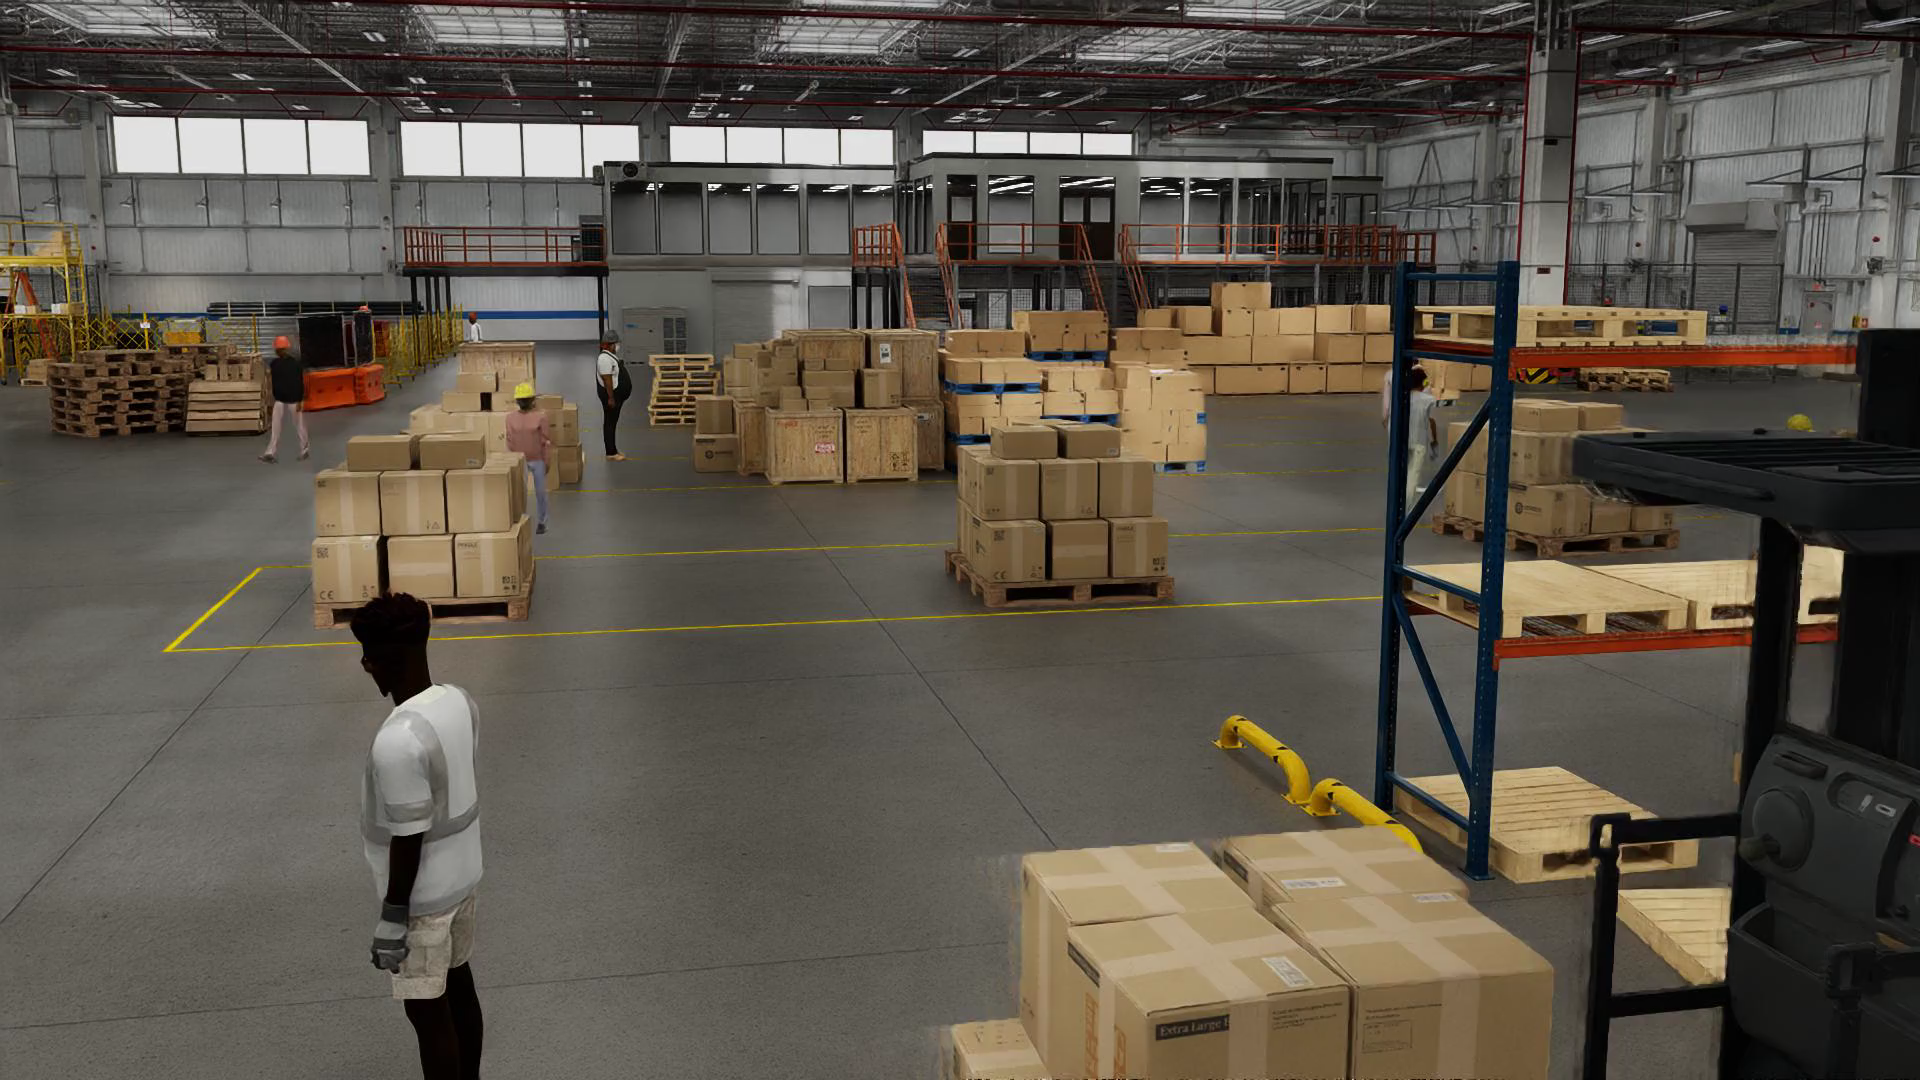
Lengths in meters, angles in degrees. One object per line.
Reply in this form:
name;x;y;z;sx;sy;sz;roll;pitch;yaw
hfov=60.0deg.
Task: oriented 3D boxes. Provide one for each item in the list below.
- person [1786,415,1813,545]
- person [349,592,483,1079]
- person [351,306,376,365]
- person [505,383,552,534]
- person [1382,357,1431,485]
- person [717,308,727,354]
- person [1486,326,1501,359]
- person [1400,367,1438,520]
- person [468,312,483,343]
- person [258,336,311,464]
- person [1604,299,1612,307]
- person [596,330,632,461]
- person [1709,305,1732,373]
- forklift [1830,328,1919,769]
person;7.197;-0.215;14.395;0.486;1.744;0.294;-1;9;-7
person;-1.785;1.135;5.508;0.377;1.959;0.603;0;9;2
person;-14.966;-4.866;41.831;0.611;2.042;0.394;2;10;14
person;-4.802;-0.874;18.463;0.543;1.711;0.895;1;9;4
person;6.105;-1.681;22.778;0.635;1.922;0.756;2;10;12
person;-7.913;-6.869;54.569;0.967;1.867;0.646;-6;11;-31
person;16.960;-6.529;52.671;0.646;1.805;0.883;7;12;36
person;5.392;-1.139;19.778;0.525;1.835;0.909;7;12;38
person;-12.178;-4.782;41.808;0.362;1.883;0.576;-1;9;-8
person;-10.362;-2.136;25.473;0.641;1.946;0.974;3;10;17
person;20.389;-6.605;52.575;0.610;1.995;0.375;-7;12;-38
person;-5.391;-2.260;25.953;0.539;2.000;0.689;-2;9;-10
person;21.605;-5.697;47.224;0.614;1.933;0.412;8;12;40
forklift;2.870;0.817;4.644;1.873;2.768;1.129;-2;10;-12
